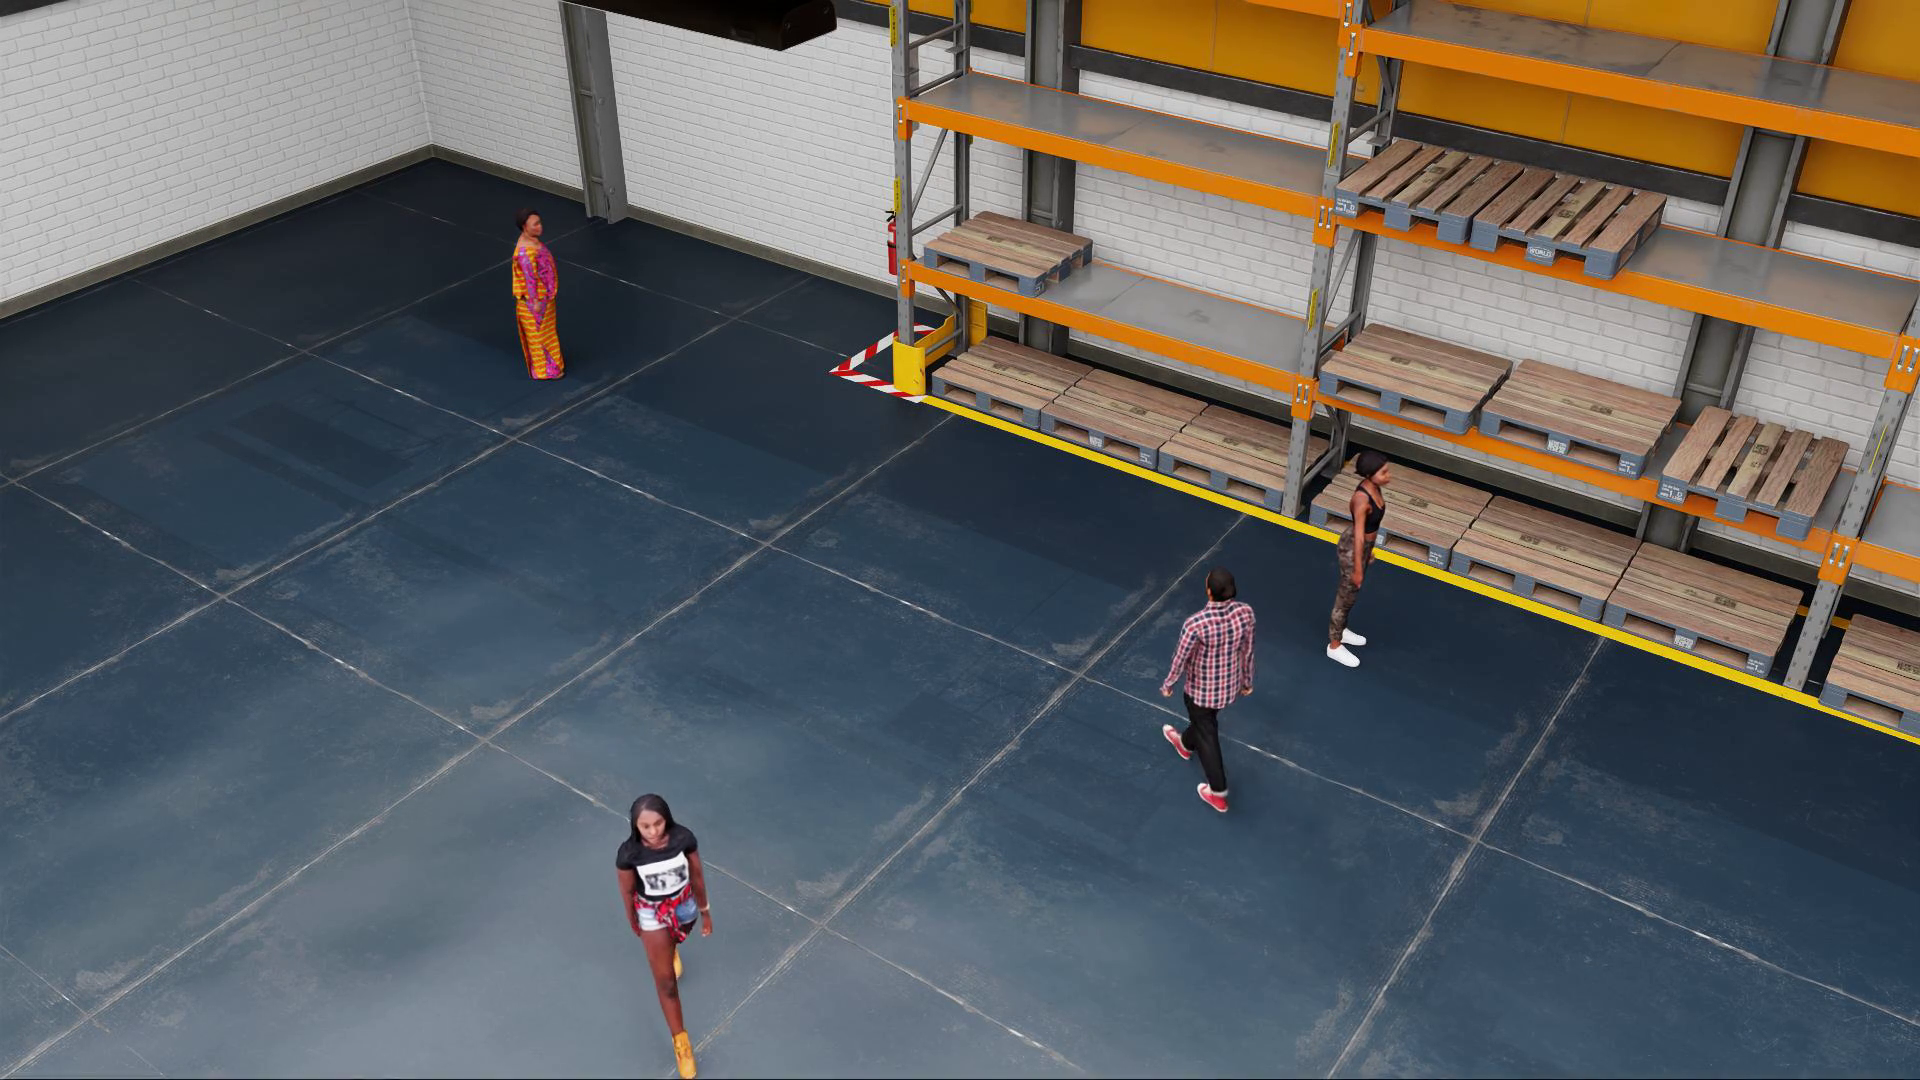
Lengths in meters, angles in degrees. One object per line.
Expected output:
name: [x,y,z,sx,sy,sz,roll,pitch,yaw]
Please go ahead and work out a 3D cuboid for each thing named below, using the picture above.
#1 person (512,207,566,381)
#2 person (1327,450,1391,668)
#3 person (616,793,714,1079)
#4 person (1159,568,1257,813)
person: [-3.976,-2.350,15.662,0.837,1.686,0.779,-4,34,-7]
person: [2.857,0.098,11.968,0.583,1.700,0.609,15,36,21]
person: [-1.617,2.004,9.116,0.979,1.681,1.280,-16,37,-23]
person: [1.635,0.978,10.627,1.024,1.718,1.212,-16,37,-23]
